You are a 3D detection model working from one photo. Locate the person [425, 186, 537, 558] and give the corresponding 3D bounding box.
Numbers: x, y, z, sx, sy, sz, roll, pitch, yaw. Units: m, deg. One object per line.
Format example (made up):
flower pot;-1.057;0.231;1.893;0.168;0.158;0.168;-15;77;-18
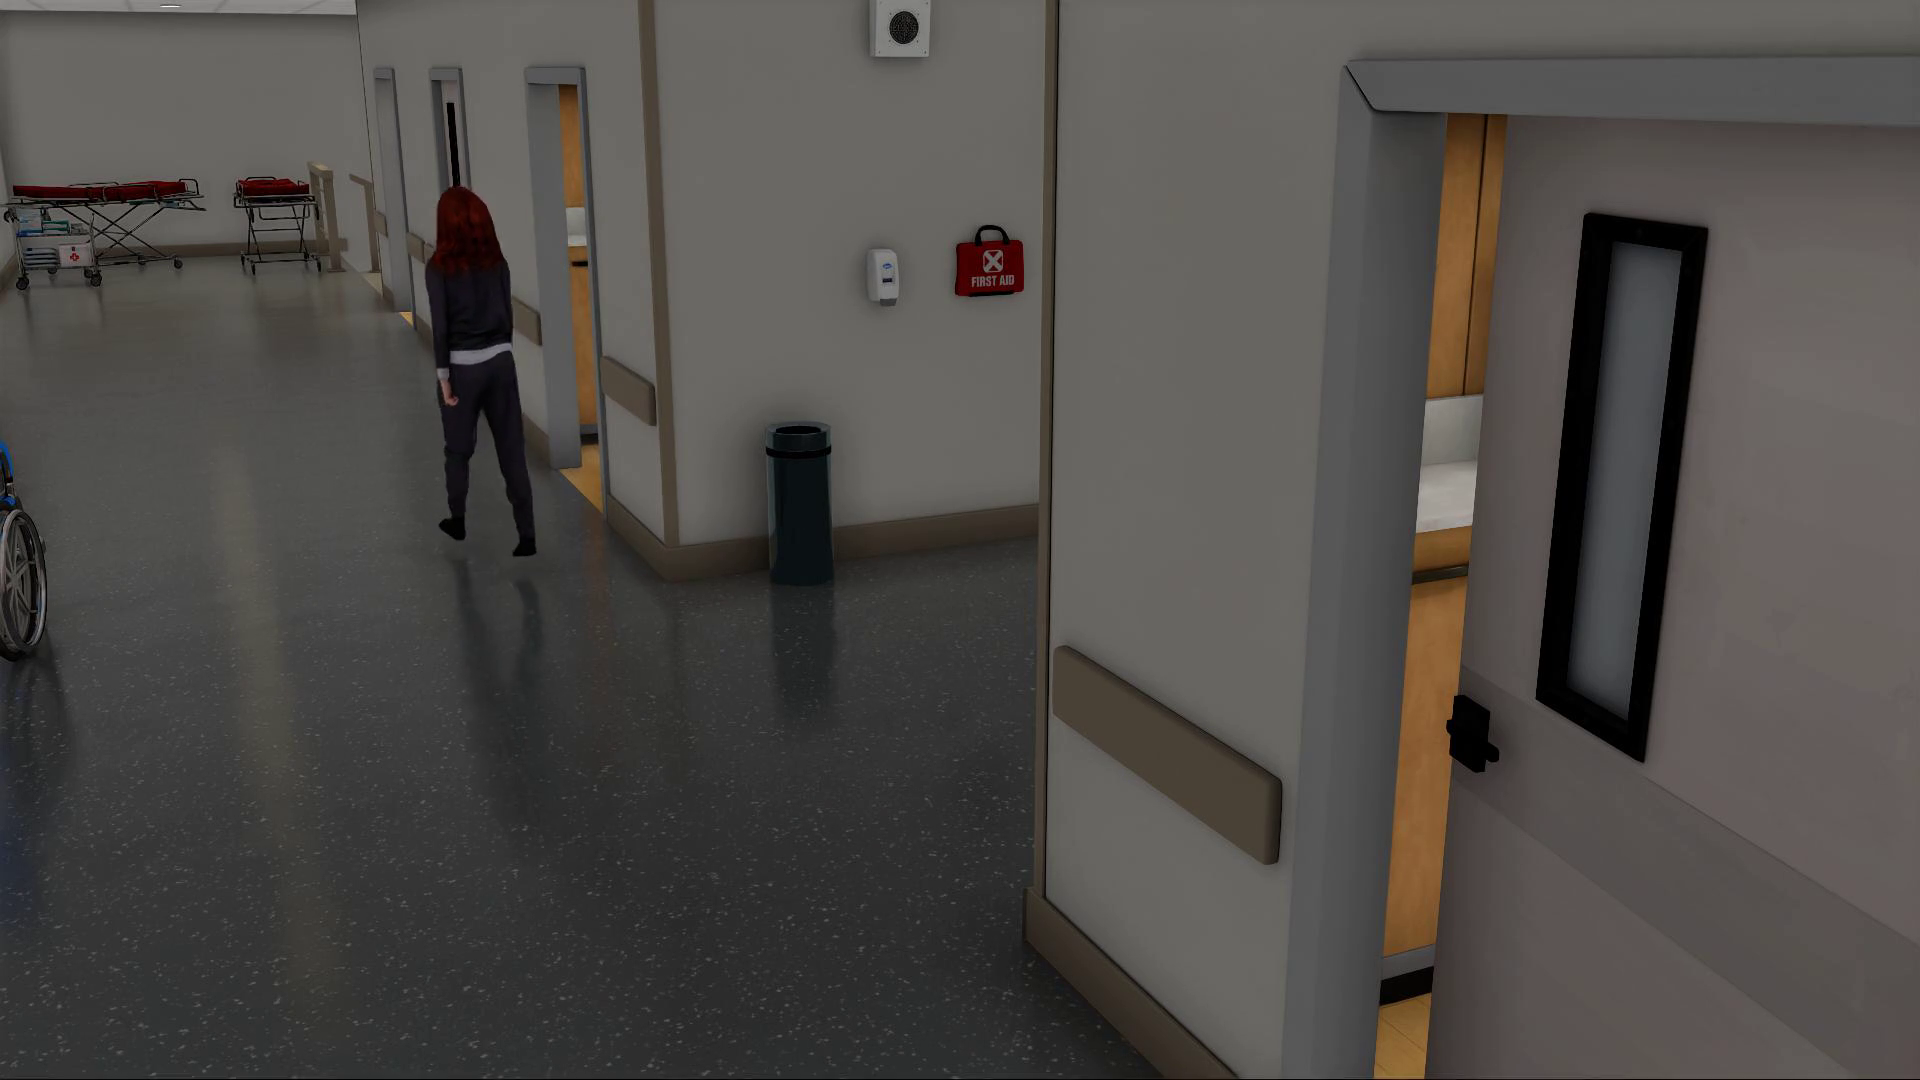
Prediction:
person;-2.211;-0.732;7.816;0.707;1.736;1.185;-11;19;-33
